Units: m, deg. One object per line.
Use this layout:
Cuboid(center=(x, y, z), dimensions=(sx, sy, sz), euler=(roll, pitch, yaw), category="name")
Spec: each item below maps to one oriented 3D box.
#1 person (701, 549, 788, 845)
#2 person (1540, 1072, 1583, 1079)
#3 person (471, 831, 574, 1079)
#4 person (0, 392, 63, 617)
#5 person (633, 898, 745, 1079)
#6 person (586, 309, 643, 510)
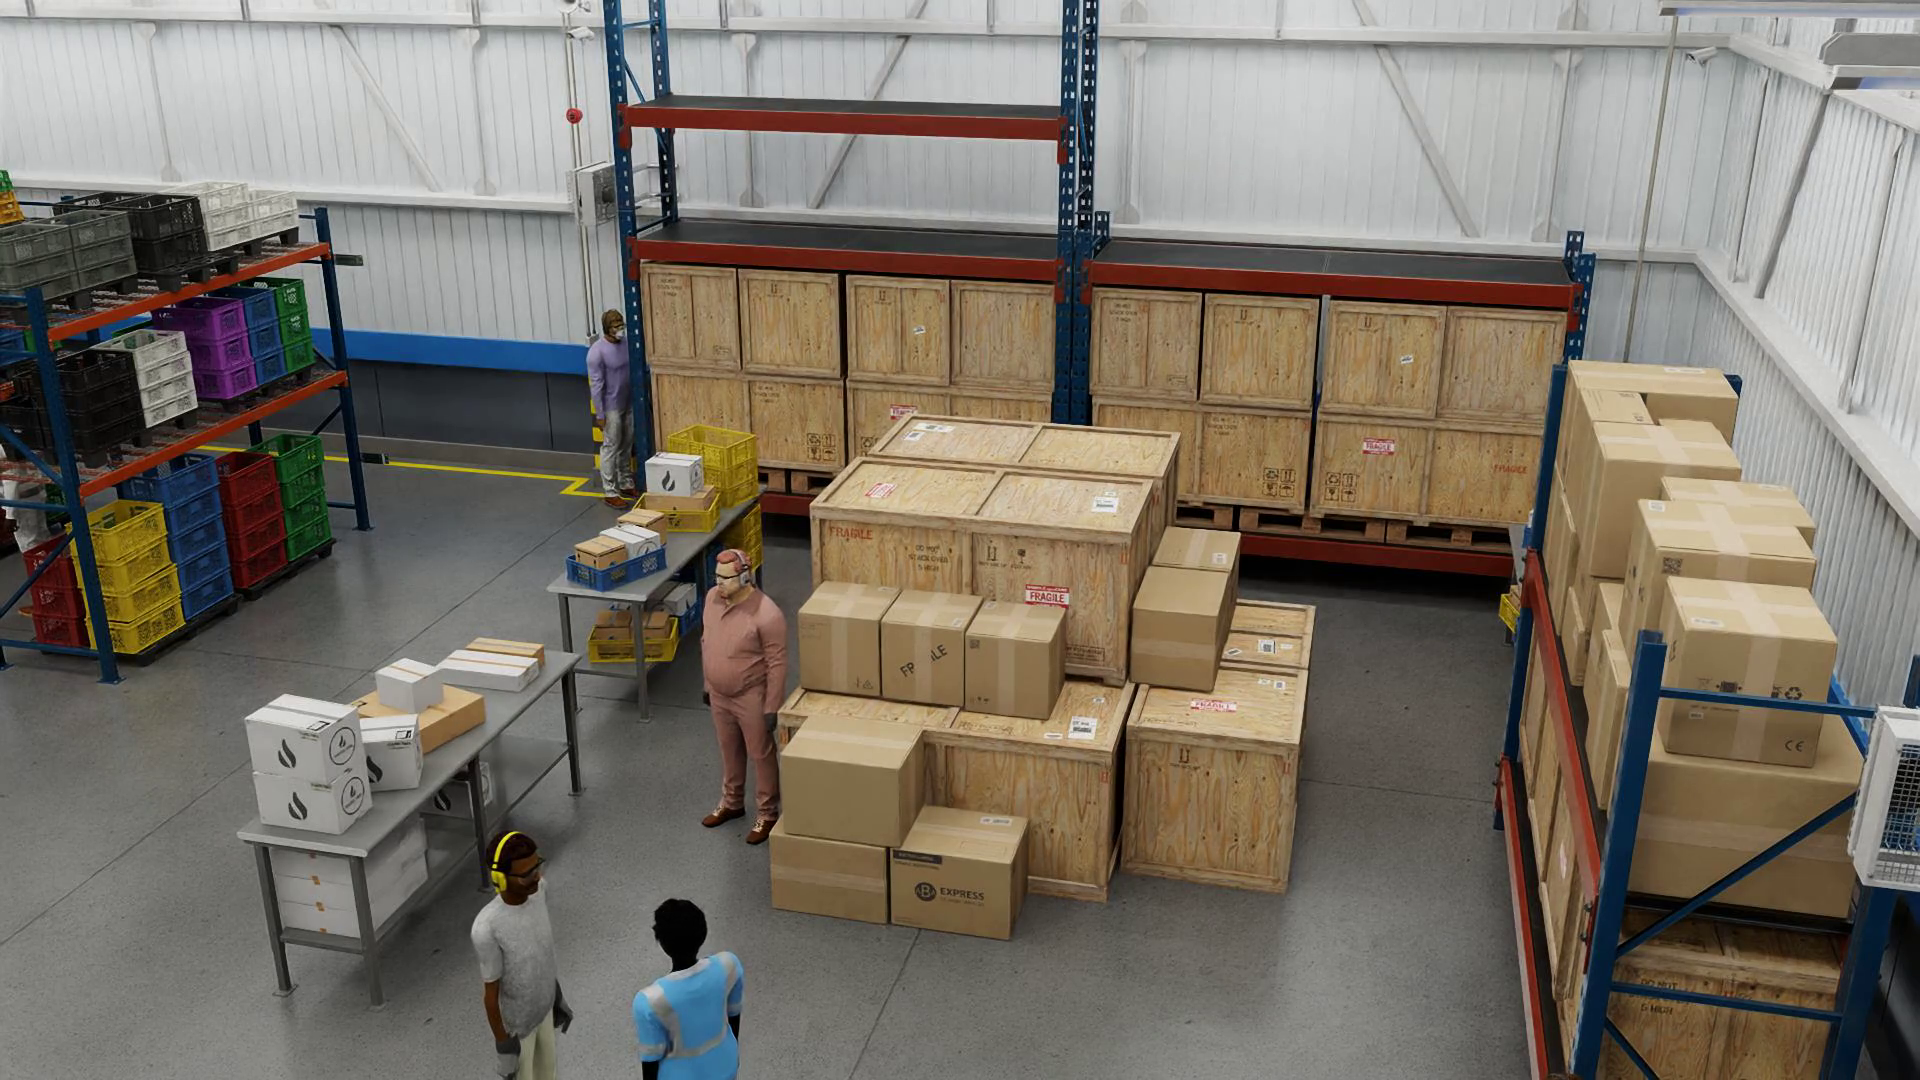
Cuboid(center=(-1.363, 0.951, 10.245), dimensions=(0.636, 1.911, 0.405), euler=(15, 26, 34), category="person")
Cuboid(center=(2.017, 2.659, 5.865), dimensions=(0.429, 1.842, 0.634), euler=(-15, 26, -34), category="person")
Cuboid(center=(-1.878, 2.104, 7.284), dimensions=(0.328, 1.870, 0.513), euler=(6, 22, 15), category="person")
Cuboid(center=(-7.632, -0.300, 13.548), dimensions=(0.338, 1.882, 0.583), euler=(-3, 21, -7), category="person")
Cuboid(center=(-1.137, 2.273, 7.073), dimensions=(0.534, 1.698, 0.318), euler=(-19, 28, -41), category="person")
Cuboid(center=(-3.297, -1.274, 16.021), dimensions=(0.355, 1.938, 0.637), euler=(10, 23, 25), category="person")
